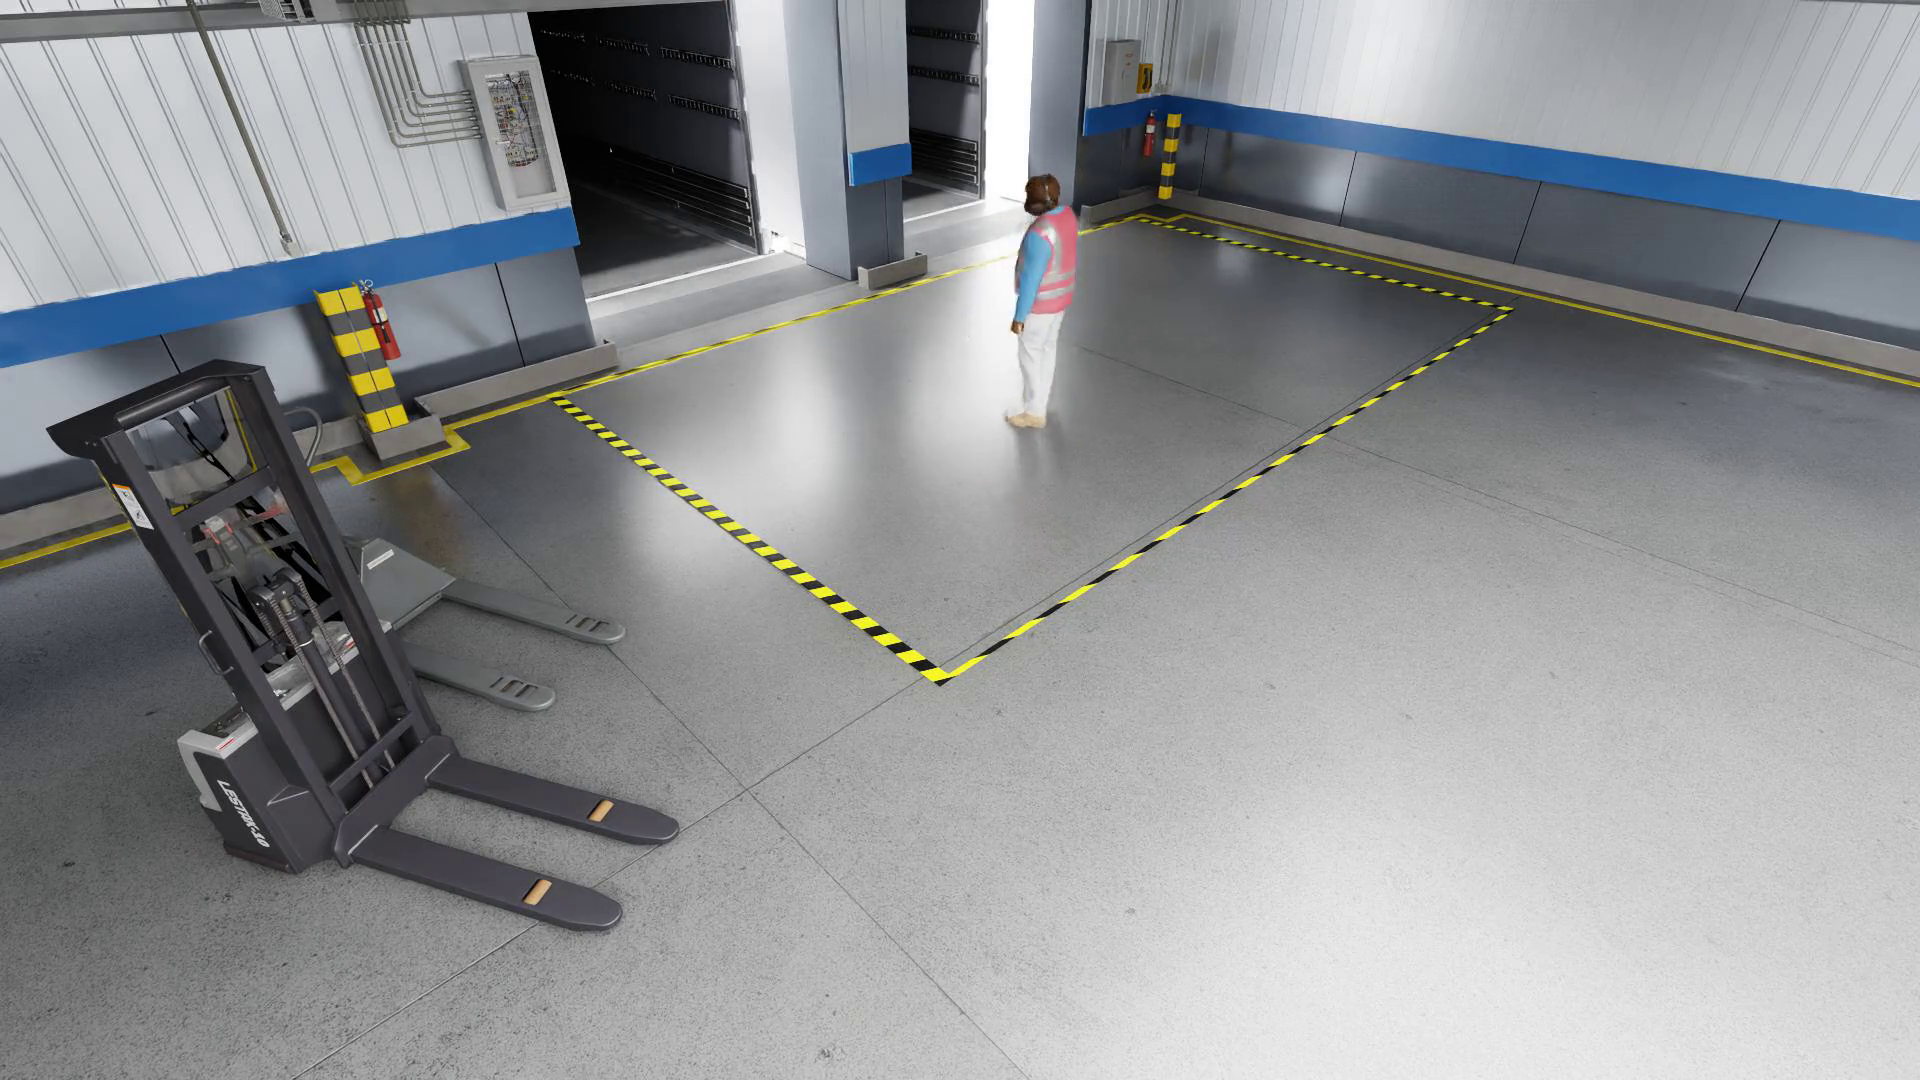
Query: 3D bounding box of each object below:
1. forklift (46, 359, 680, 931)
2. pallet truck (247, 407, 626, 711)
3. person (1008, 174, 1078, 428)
[{"bbox_3d":[-2.135,0.422,3.354,1.885,1.965,0.823,10,35,14],"label":"forklift"},{"bbox_3d":[-2.628,0.038,4.590,1.601,1.201,0.680,12,36,18],"label":"pallet truck"},{"bbox_3d":[0.593,-1.713,6.647,0.431,1.825,0.675,18,38,25],"label":"person"}]
